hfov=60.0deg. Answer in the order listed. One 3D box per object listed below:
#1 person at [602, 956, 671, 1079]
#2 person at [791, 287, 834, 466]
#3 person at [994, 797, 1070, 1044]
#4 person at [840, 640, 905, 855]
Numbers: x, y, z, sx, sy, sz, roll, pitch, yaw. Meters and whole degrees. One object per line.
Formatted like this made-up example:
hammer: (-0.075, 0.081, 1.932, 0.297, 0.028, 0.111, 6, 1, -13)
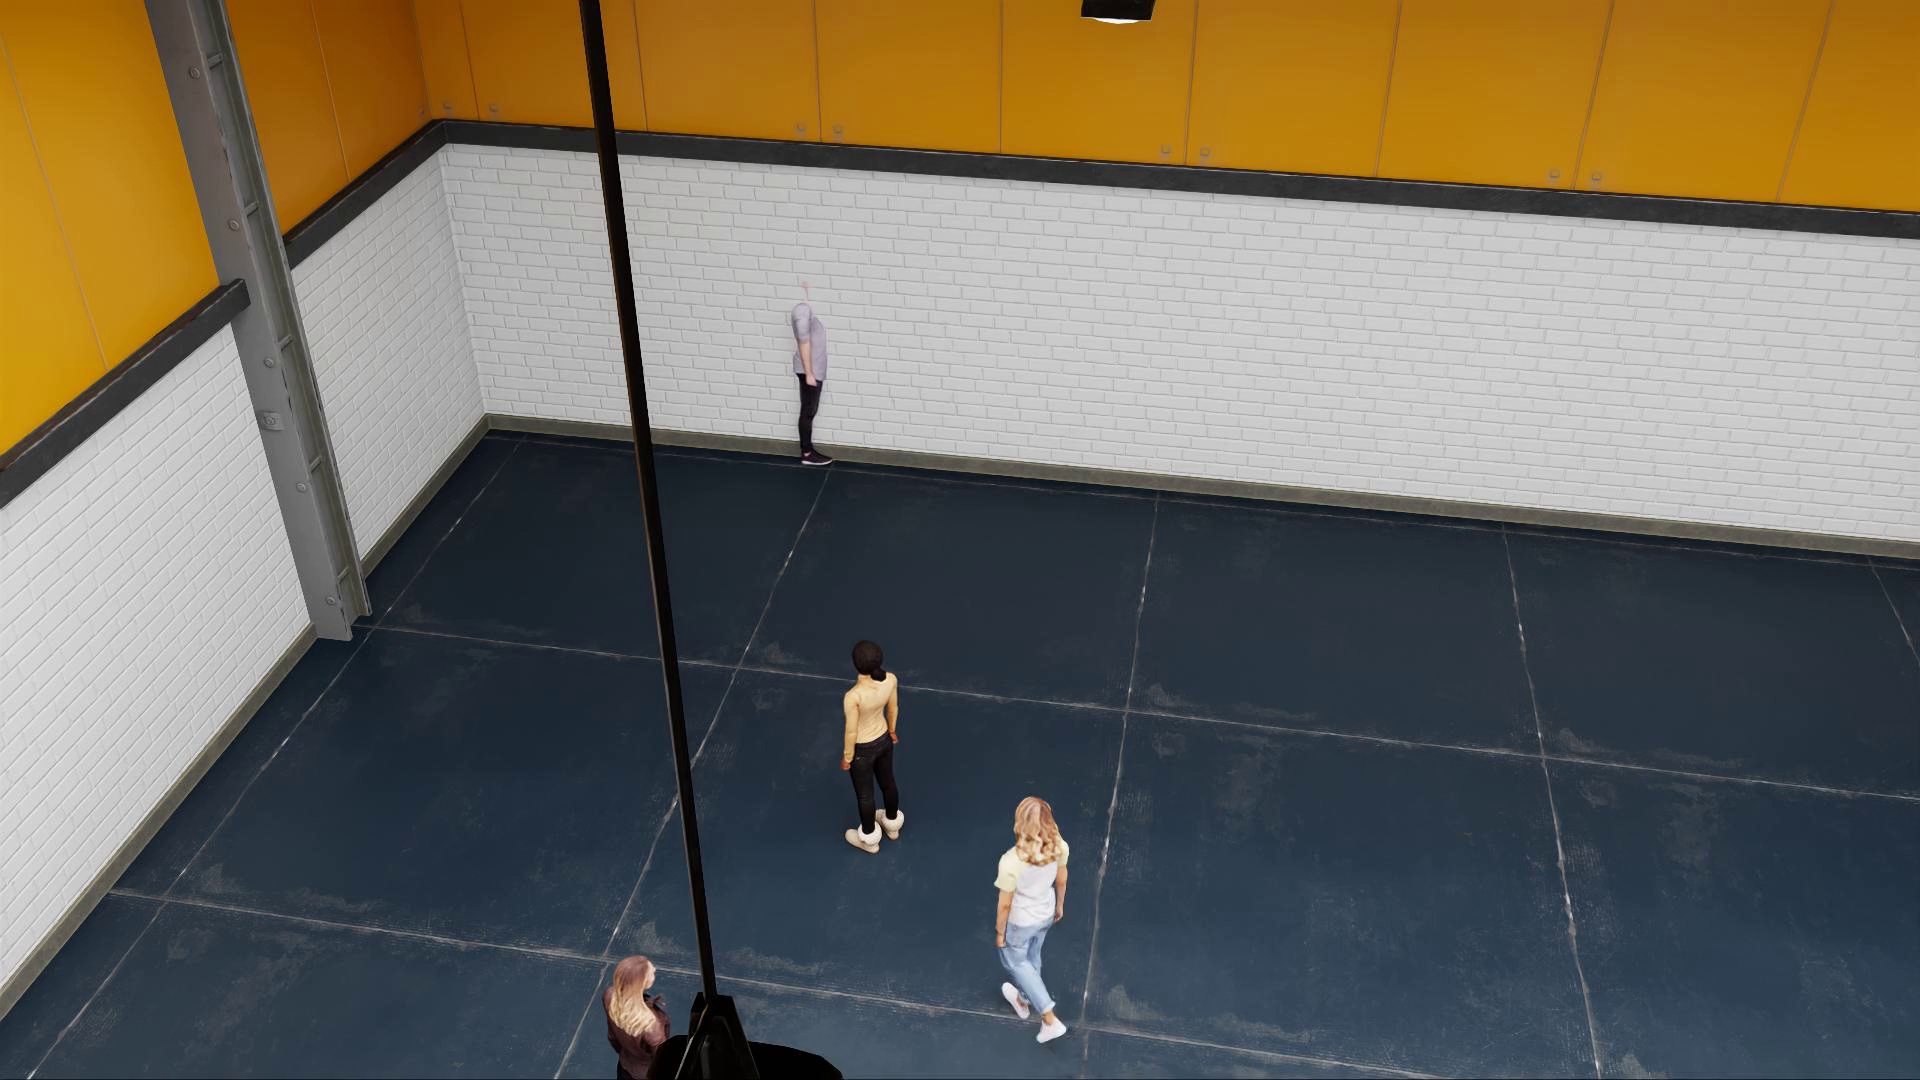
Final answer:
person: (-1.624, 2.776, 8.590, 0.676, 1.704, 0.676, 26, 41, 33)
person: (-1.354, -1.581, 15.029, 0.758, 1.834, 0.564, 1, 34, 2)
person: (0.439, 2.198, 9.452, 0.925, 1.713, 0.986, -20, 39, -28)
person: (-0.579, 1.327, 10.810, 0.677, 1.660, 0.757, -26, 42, -34)
